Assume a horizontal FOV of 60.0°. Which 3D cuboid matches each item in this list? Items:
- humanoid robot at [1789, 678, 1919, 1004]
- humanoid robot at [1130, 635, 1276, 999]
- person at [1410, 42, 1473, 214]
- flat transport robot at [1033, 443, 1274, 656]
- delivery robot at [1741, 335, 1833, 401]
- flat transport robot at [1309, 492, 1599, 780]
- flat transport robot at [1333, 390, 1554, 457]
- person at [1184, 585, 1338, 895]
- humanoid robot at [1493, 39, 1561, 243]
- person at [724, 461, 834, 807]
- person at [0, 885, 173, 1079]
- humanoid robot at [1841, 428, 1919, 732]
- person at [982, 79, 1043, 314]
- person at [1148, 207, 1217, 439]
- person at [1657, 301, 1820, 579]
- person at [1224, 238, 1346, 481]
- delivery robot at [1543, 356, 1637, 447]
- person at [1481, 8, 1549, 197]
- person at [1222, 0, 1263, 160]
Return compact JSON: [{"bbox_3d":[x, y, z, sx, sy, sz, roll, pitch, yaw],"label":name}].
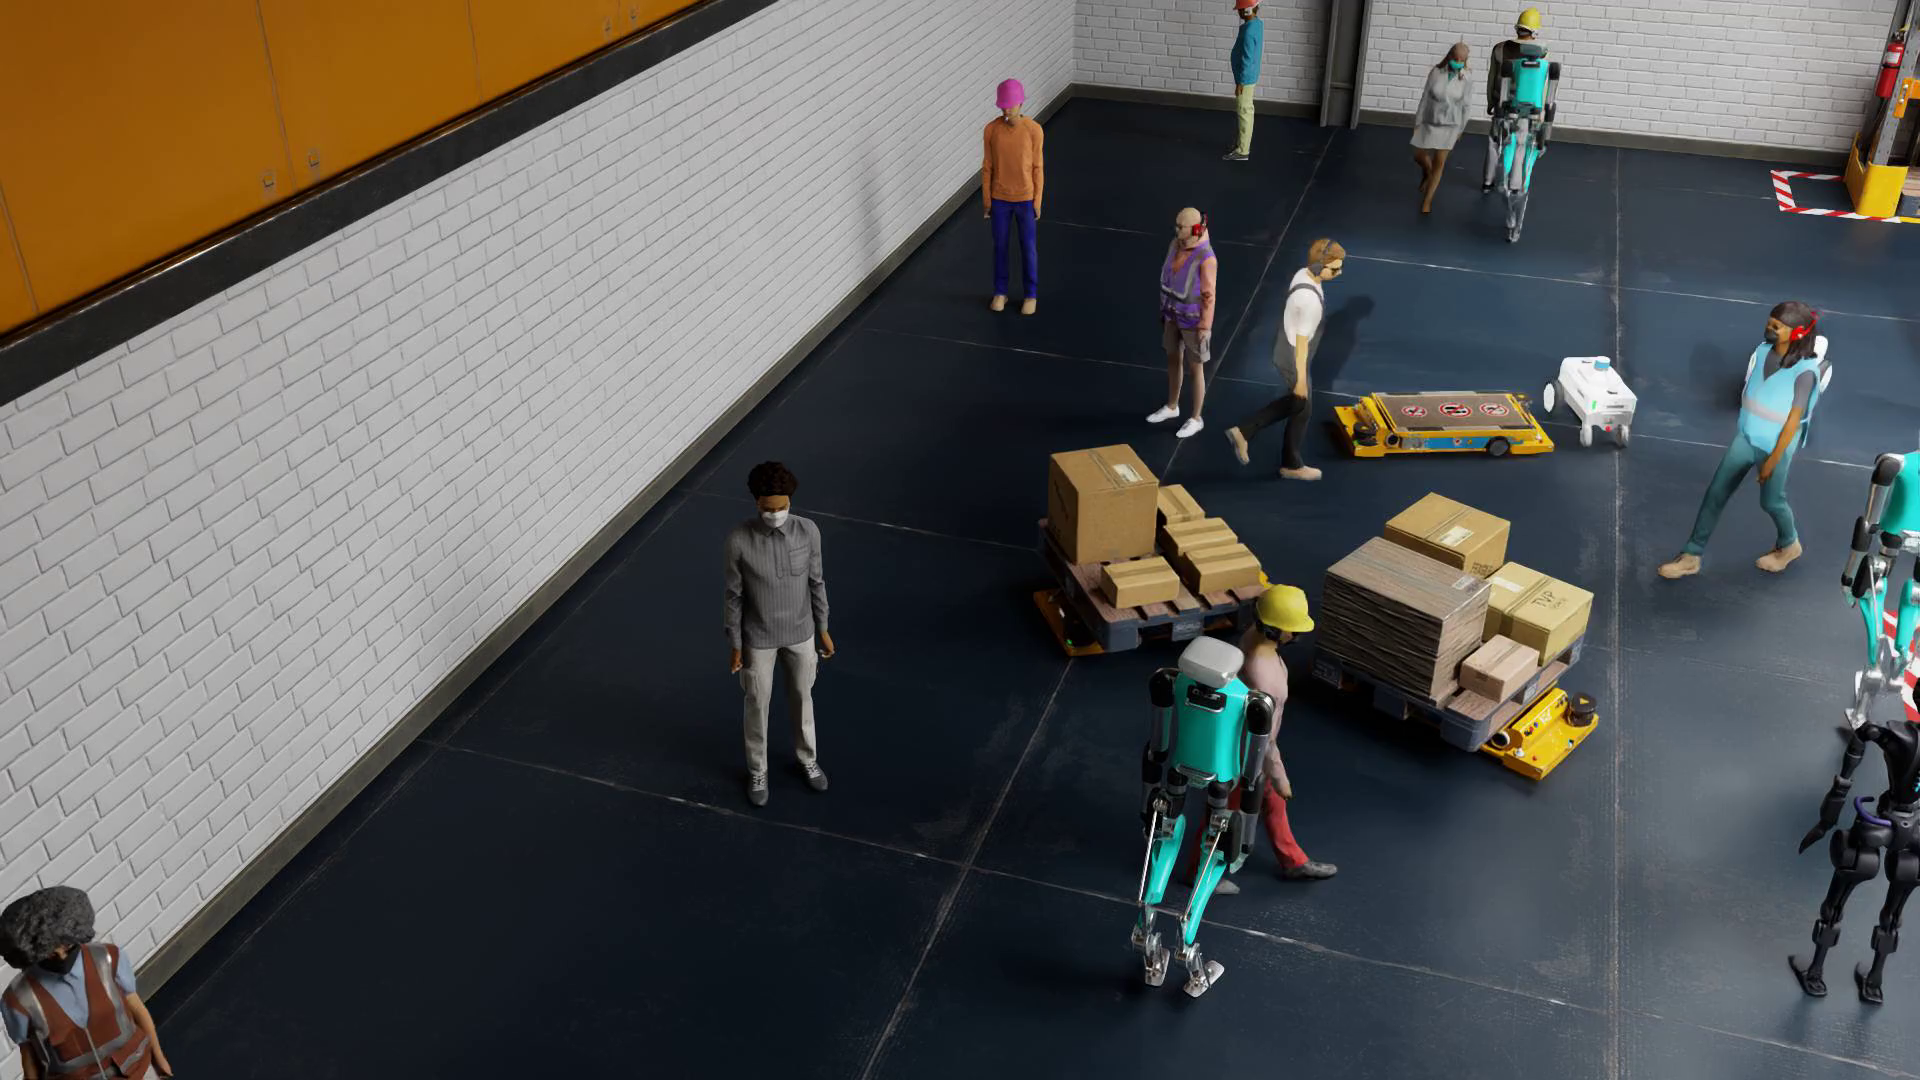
[{"bbox_3d":[3.945,1.266,7.081,0.609,1.653,0.305,7,31,11],"label":"humanoid robot"},{"bbox_3d":[0.920,1.256,6.909,0.533,1.677,0.735,15,34,24],"label":"humanoid robot"},{"bbox_3d":[4.670,-4.034,16.125,0.499,1.636,0.576,14,33,22],"label":"person"},{"bbox_3d":[1.222,0.353,10.025,1.431,0.231,0.659,-9,32,-14],"label":"flat transport robot"},{"bbox_3d":[6.278,-1.330,12.624,0.499,0.612,0.796,26,39,37],"label":"delivery robot"},{"bbox_3d":[2.725,0.819,9.231,1.431,0.231,0.659,26,39,37],"label":"flat transport robot"},{"bbox_3d":[3.496,-0.839,12.053,1.431,0.231,0.659,-1,30,-2],"label":"flat transport robot"},{"bbox_3d":[1.433,0.954,7.553,0.755,1.736,0.543,7,31,11],"label":"person"},{"bbox_3d":[5.163,-3.626,15.431,0.555,1.849,0.877,12,33,20],"label":"humanoid robot"},{"bbox_3d":[-0.906,0.449,8.256,0.534,1.897,0.395,-10,32,-17],"label":"person"},{"bbox_3d":[-3.087,1.920,5.968,0.438,1.683,0.308,-24,38,-35],"label":"person"},{"bbox_3d":[4.913,0.299,8.665,0.545,1.772,0.887,7,31,11],"label":"humanoid robot"},{"bbox_3d":[0.430,-2.845,13.792,0.516,1.974,0.401,6,31,10],"label":"person"},{"bbox_3d":[1.614,-1.559,11.875,0.345,1.690,0.505,-19,36,-29],"label":"person"},{"bbox_3d":[4.896,-0.584,10.088,0.945,1.826,0.509,-11,32,-17],"label":"person"},{"bbox_3d":[2.175,-1.187,11.129,0.635,1.803,0.563,3,31,4],"label":"person"},{"bbox_3d":[4.630,-1.049,12.146,0.499,0.614,0.815,-1,30,-1],"label":"delivery robot"},{"bbox_3d":[5.480,-4.308,16.411,0.589,1.833,0.404,21,36,31],"label":"person"},{"bbox_3d":[2.976,-4.880,17.471,0.335,1.742,0.561,8,31,14],"label":"person"}]
